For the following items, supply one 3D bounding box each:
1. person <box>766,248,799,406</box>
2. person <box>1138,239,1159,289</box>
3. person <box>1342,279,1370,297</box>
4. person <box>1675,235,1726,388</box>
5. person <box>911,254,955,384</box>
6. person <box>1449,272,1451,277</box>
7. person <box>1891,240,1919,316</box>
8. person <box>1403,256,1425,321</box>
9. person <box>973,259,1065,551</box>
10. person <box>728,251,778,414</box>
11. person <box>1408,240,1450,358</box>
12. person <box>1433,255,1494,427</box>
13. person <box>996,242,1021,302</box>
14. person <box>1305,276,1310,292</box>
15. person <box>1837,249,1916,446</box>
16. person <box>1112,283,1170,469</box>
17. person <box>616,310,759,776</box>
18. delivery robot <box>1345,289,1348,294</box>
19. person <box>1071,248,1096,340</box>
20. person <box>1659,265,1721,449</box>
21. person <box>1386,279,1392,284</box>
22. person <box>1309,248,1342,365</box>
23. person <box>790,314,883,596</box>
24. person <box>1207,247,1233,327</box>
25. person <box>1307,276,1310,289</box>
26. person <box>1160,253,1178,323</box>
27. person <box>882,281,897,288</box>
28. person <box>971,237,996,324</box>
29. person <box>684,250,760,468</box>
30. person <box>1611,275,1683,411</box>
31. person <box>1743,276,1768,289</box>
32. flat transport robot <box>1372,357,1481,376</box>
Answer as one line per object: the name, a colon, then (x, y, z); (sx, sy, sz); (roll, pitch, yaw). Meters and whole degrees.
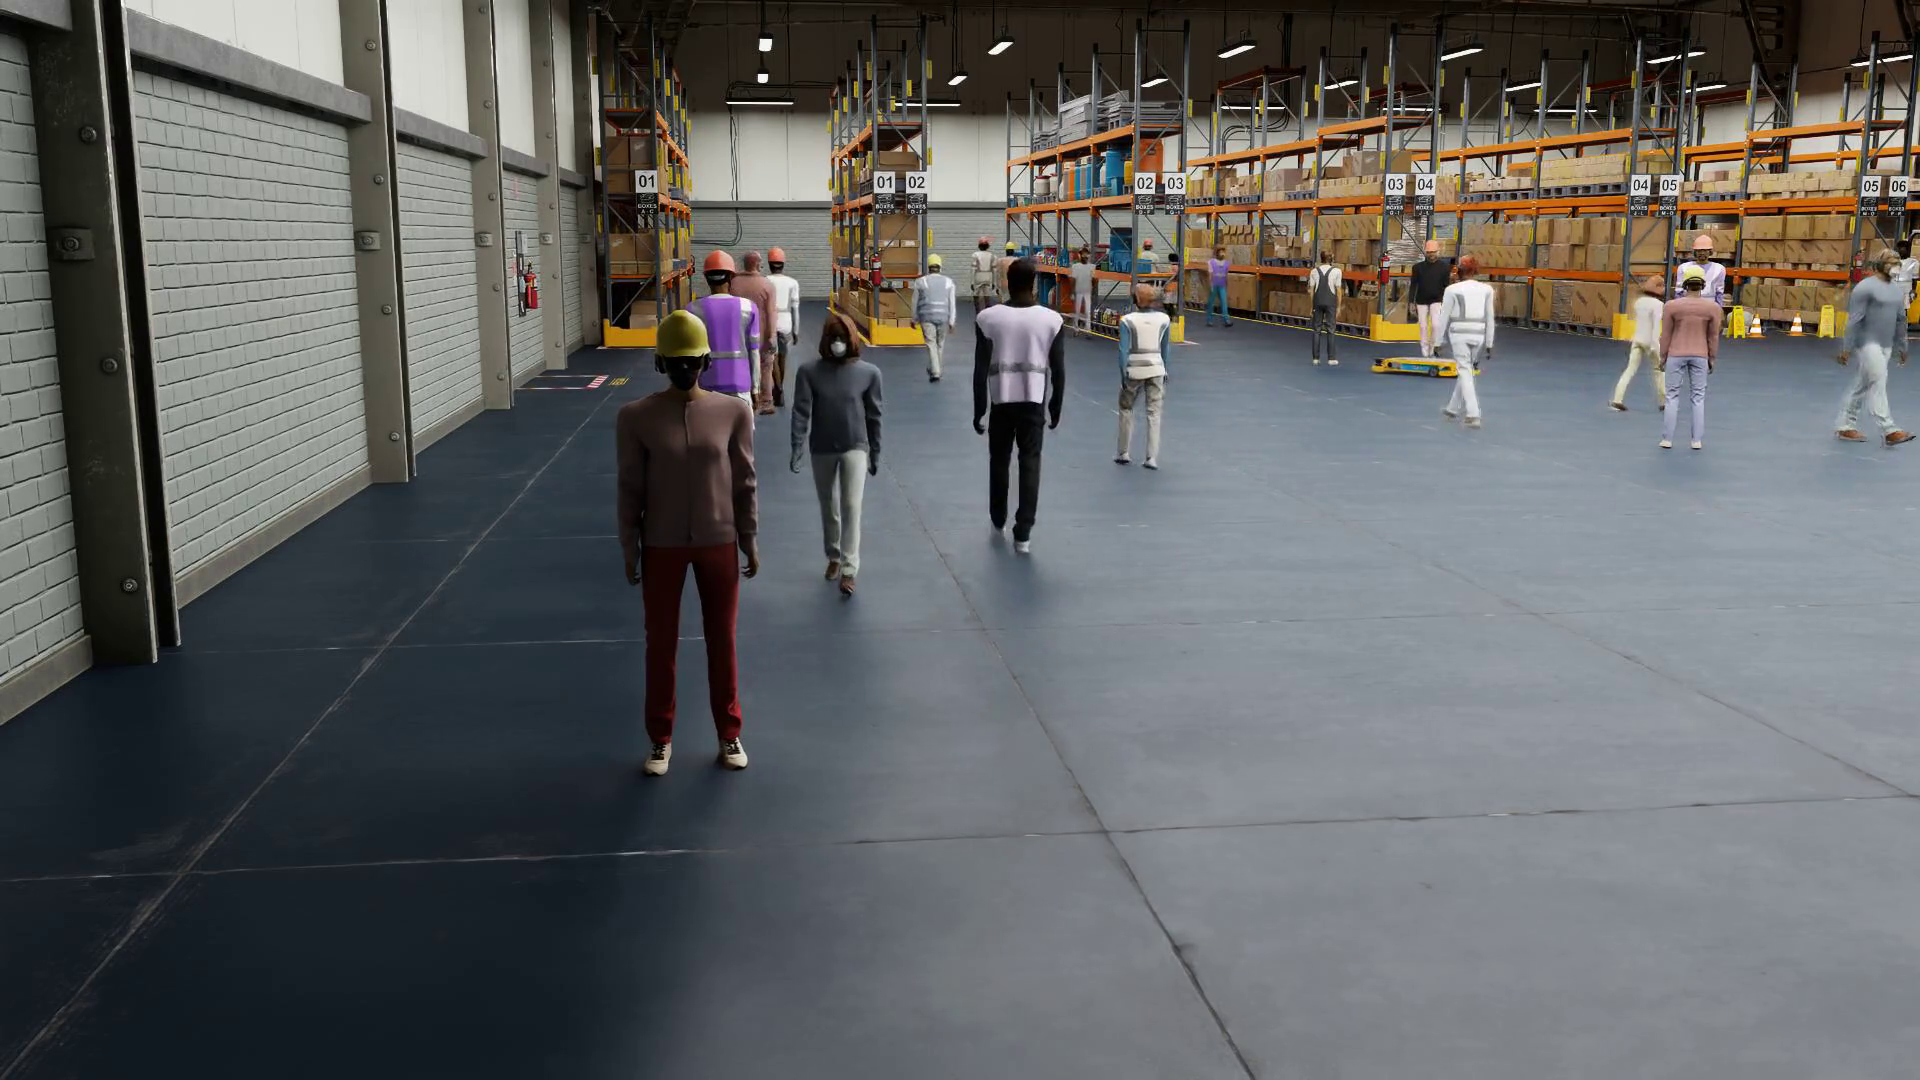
person: (-2.246, -2.593, 20.239); (0.547, 1.884, 0.996); (-4, 11, -22)
person: (4.698, -6.575, 41.874); (0.655, 1.945, 1.013); (1, 10, 5)
person: (10.429, -6.933, 43.603); (0.703, 2.000, 0.952); (-3, 11, -17)
person: (9.927, -3.060, 22.361); (0.606, 2.045, 0.389); (4, 11, 19)
person: (-0.399, -3.085, 23.233); (0.588, 1.771, 0.956); (-3, 11, -18)
person: (13.982, -7.751, 48.394); (0.651, 1.923, 0.432); (-1, 10, -8)
person: (18.096, -4.789, 32.054); (0.609, 1.965, 0.364); (8, 13, 38)
person: (11.037, -6.287, 40.420); (0.634, 1.917, 0.819); (-2, 11, -11)
person: (0.384, -0.908, 11.034); (0.606, 1.867, 0.973); (0, 10, -1)
person: (-2.368, -2.315, 18.754); (0.651, 1.878, 0.869); (3, 11, 18)
person: (7.541, -3.834, 26.786); (0.638, 1.967, 0.678); (3, 11, 17)
person: (5.448, -2.149, 17.982); (0.597, 1.828, 1.004); (-3, 11, -15)
person: (1.099, -5.630, 36.811); (0.596, 1.911, 0.418); (-2, 10, -10)
person: (10.495, -8.052, 50.216); (0.712, 1.856, 0.659); (-10, 14, -44)
person: (9.012, -1.858, 16.152); (0.659, 1.899, 0.969); (-5, 11, -26)
person: (1.599, -1.454, 14.742); (0.521, 1.614, 0.699); (-2, 11, -13)
person: (-1.014, 0.019, 6.267); (0.526, 1.760, 0.335); (-3, 11, -18)
delivery robot: (11.549, -7.276, 49.301); (0.707, 0.478, 0.477); (-5, 11, -27)
person: (2.452, -4.922, 33.207); (0.538, 1.821, 1.015); (-1, 10, -8)
person: (6.980, -1.747, 15.953); (0.518, 1.756, 0.344); (3, 11, 14)
person: (12.259, -7.636, 47.964); (0.509, 1.860, 0.334); (-5, 11, -24)
person: (5.784, -3.688, 26.356); (0.506, 1.843, 0.350); (5, 11, 25)
person: (-0.701, -0.495, 9.557); (0.513, 1.586, 0.879); (0, 10, 2)
person: (5.836, -5.688, 37.462); (0.569, 1.794, 0.957); (-3, 11, -16)
person: (9.378, -6.918, 43.803); (0.545, 1.938, 0.360); (-2, 11, -12)
person: (4.717, -5.525, 36.879); (0.541, 1.679, 0.569); (-6, 12, -31)
person: (-2.097, -7.585, 47.548); (0.562, 1.915, 0.772); (-9, 13, -39)
person: (0.522, -5.975, 38.411); (0.633, 2.013, 0.759); (-3, 11, -17)
person: (-1.706, -1.102, 11.951); (0.545, 1.927, 0.385); (-2, 11, -13)
person: (7.983, -2.273, 19.308); (0.871, 1.587, 0.504); (-3, 11, -18)
person: (19.040, -6.032, 39.660); (0.557, 1.660, 0.794); (-1, 10, -6)
flat transport robot: (6.864, -2.562, 24.493); (0.652, 0.197, 1.431); (-10, 14, -42)
